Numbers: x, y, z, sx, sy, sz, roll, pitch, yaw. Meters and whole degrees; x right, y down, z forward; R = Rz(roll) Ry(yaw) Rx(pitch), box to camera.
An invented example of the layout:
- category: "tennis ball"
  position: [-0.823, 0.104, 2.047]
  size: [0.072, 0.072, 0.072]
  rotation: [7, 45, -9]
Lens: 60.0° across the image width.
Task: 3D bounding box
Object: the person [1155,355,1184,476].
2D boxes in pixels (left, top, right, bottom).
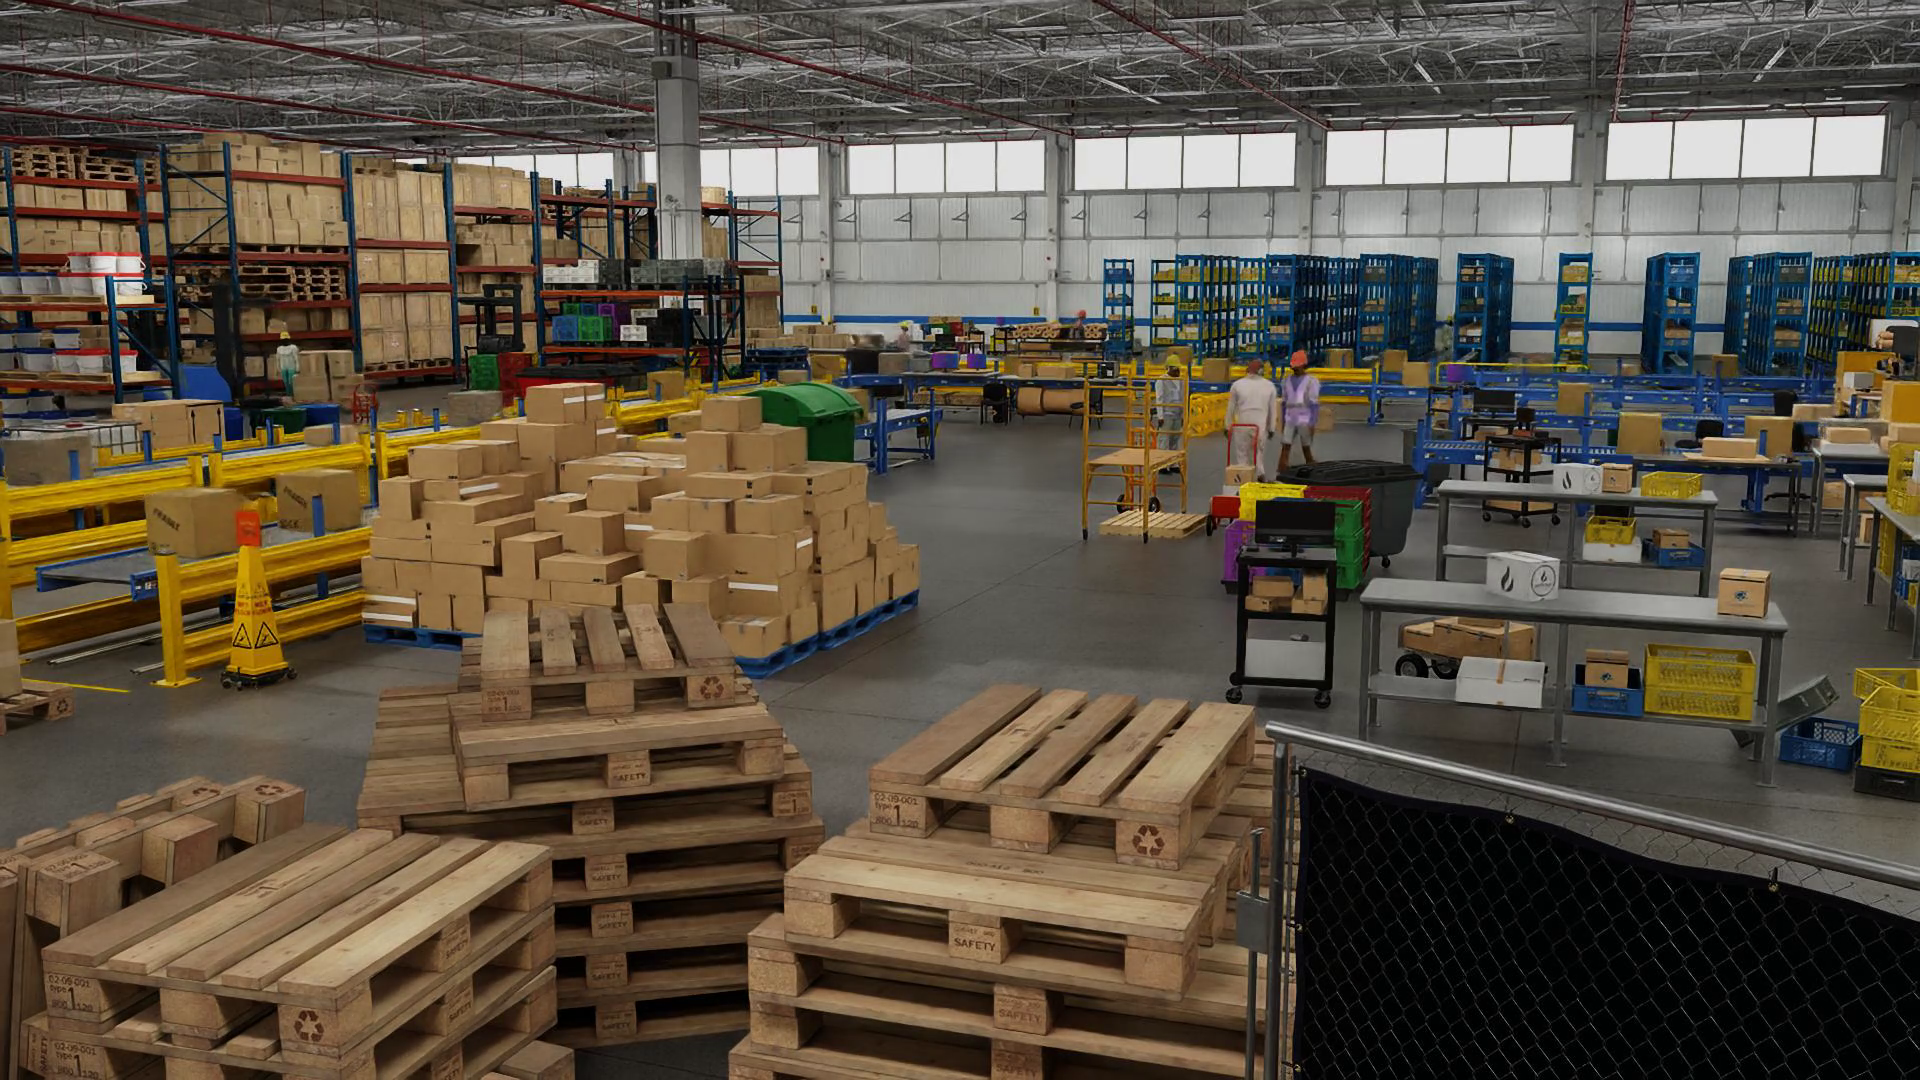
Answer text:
- category: "person"
  position: [3.224, -1.901, 25.305]
  size: [0.589, 1.833, 0.404]
  rotation: [-8, 12, -42]

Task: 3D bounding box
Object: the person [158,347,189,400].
- category: "person"
  position: [-15.895, -3.099, 33.611]
  size: [0.861, 1.582, 0.506]
  rotation: [6, 11, 32]

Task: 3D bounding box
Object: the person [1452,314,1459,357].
- category: "person"
  position: [15.740, -6.267, 52.792]
  size: [0.598, 1.802, 0.662]
  rotation: [8, 12, 40]

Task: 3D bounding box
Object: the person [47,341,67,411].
- category: "person"
  position: [-18.557, -3.253, 34.251]
  size: [0.595, 1.681, 0.537]
  rotation: [6, 11, 35]

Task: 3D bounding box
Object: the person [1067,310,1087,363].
- category: "person"
  position: [3.733, -6.258, 52.293]
  size: [0.979, 1.958, 0.622]
  rotation: [2, 9, 13]

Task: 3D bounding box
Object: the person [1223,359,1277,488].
- category: "person"
  position: [4.004, -1.563, 23.005]
  size: [0.684, 1.881, 0.423]
  rotation: [-1, 9, -3]

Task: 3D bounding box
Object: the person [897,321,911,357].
- category: "person"
  position: [-1.551, -5.231, 46.448]
  size: [0.412, 1.747, 0.559]
  rotation: [5, 10, 29]

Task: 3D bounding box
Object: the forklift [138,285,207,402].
- category: "forklift"
  position: [-17.480, -4.200, 36.461]
  size: [1.873, 2.768, 1.129]
  rotation: [3, 10, 19]

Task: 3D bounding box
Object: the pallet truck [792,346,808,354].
- category: "pallet truck"
  position: [-3.705, -4.298, 42.022]
  size: [0.653, 1.274, 1.630]
  rotation: [3, 10, 20]

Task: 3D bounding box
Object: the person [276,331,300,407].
- category: "person"
  position: [-15.398, -3.892, 38.037]
  size: [0.555, 1.747, 0.480]
  rotation: [2, 9, 12]

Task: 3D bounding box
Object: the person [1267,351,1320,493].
- category: "person"
  position: [4.692, -1.639, 23.187]
  size: [0.616, 1.978, 1.062]
  rotation: [7, 11, 36]

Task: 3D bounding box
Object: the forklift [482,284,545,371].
- category: "forklift"
  position: [-10.832, -4.702, 39.610]
  size: [1.129, 2.768, 1.873]
  rotation: [3, 10, 20]

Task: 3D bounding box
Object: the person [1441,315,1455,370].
- category: "person"
  position: [15.145, -6.074, 51.571]
  size: [0.424, 1.811, 0.609]
  rotation: [5, 10, 29]

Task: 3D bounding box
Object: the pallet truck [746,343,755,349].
- category: "pallet truck"
  position: [-6.183, -4.618, 44.264]
  size: [1.601, 1.201, 0.680]
  rotation: [-9, 12, -43]

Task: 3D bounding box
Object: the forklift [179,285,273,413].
- category: "forklift"
  position: [-15.932, -4.115, 35.927]
  size: [1.873, 2.768, 1.129]
  rotation: [-4, 10, -22]
